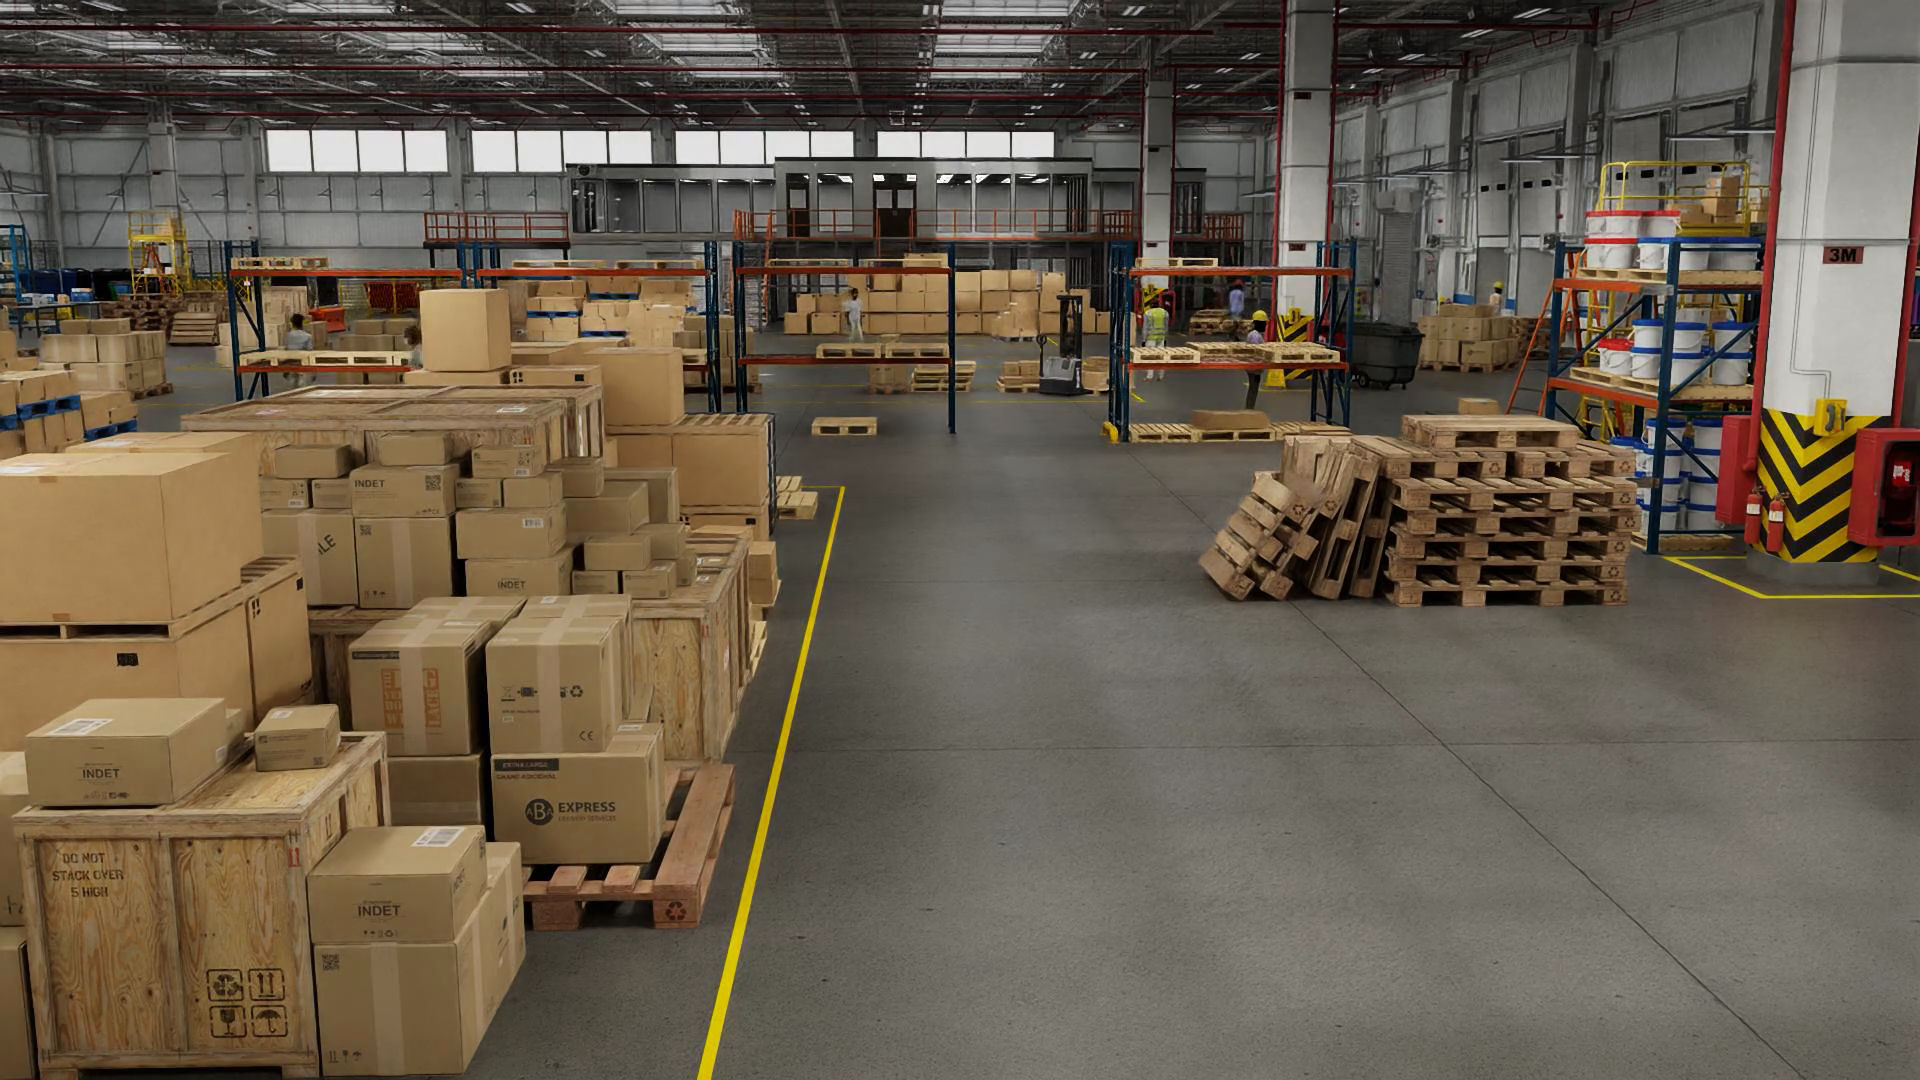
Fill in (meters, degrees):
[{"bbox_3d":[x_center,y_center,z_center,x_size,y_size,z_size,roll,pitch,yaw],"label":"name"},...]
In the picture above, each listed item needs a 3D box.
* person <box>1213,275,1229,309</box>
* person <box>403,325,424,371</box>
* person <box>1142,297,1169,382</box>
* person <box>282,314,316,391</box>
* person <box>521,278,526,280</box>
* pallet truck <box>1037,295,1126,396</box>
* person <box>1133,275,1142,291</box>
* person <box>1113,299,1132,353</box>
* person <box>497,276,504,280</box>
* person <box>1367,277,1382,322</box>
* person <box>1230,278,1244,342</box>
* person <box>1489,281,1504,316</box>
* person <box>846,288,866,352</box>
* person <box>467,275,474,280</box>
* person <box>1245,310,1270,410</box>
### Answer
[{"bbox_3d":[10.849,-10.305,68.933,0.636,1.972,0.645,-5,11,-26],"label":"person"},{"bbox_3d":[-7.261,-1.971,22.649,0.532,1.916,0.671,-1,10,-3],"label":"person"},{"bbox_3d":[4.219,-4.343,36.086,0.621,1.838,0.429,-4,11,-23],"label":"person"},{"bbox_3d":[-10.981,-2.826,27.613,0.583,1.845,0.390,0,10,2],"label":"person"},{"bbox_3d":[-15.820,-8.612,60.172,0.503,1.759,0.577,-8,13,-37],"label":"person"},{"bbox_3d":[2.483,-3.881,33.060,1.885,1.965,0.823,-7,13,-36],"label":"pallet truck"},{"bbox_3d":[7.261,-10.156,68.390,0.606,1.859,0.774,-2,10,-13],"label":"person"},{"bbox_3d":[3.379,-4.143,34.686,0.372,1.940,0.630,8,13,38],"label":"person"},{"bbox_3d":[-15.032,-7.679,54.402,0.630,1.932,0.887,9,13,40],"label":"person"},{"bbox_3d":[14.170,-8.046,56.751,0.436,1.820,0.646,7,12,35],"label":"person"},{"bbox_3d":[8.372,-6.961,50.429,0.552,1.921,0.549,-9,14,-41],"label":"person"},{"bbox_3d":[15.056,-6.300,46.742,0.385,1.922,0.594,0,10,0],"label":"person"},{"bbox_3d":[-2.660,-5.564,42.899,0.566,1.826,0.919,-7,12,-35],"label":"person"},{"bbox_3d":[-20.319,-10.217,68.785,0.515,1.843,0.327,-2,10,-11],"label":"person"},{"bbox_3d":[4.850,-2.788,27.204,0.389,1.919,0.587,1,10,7],"label":"person"}]
